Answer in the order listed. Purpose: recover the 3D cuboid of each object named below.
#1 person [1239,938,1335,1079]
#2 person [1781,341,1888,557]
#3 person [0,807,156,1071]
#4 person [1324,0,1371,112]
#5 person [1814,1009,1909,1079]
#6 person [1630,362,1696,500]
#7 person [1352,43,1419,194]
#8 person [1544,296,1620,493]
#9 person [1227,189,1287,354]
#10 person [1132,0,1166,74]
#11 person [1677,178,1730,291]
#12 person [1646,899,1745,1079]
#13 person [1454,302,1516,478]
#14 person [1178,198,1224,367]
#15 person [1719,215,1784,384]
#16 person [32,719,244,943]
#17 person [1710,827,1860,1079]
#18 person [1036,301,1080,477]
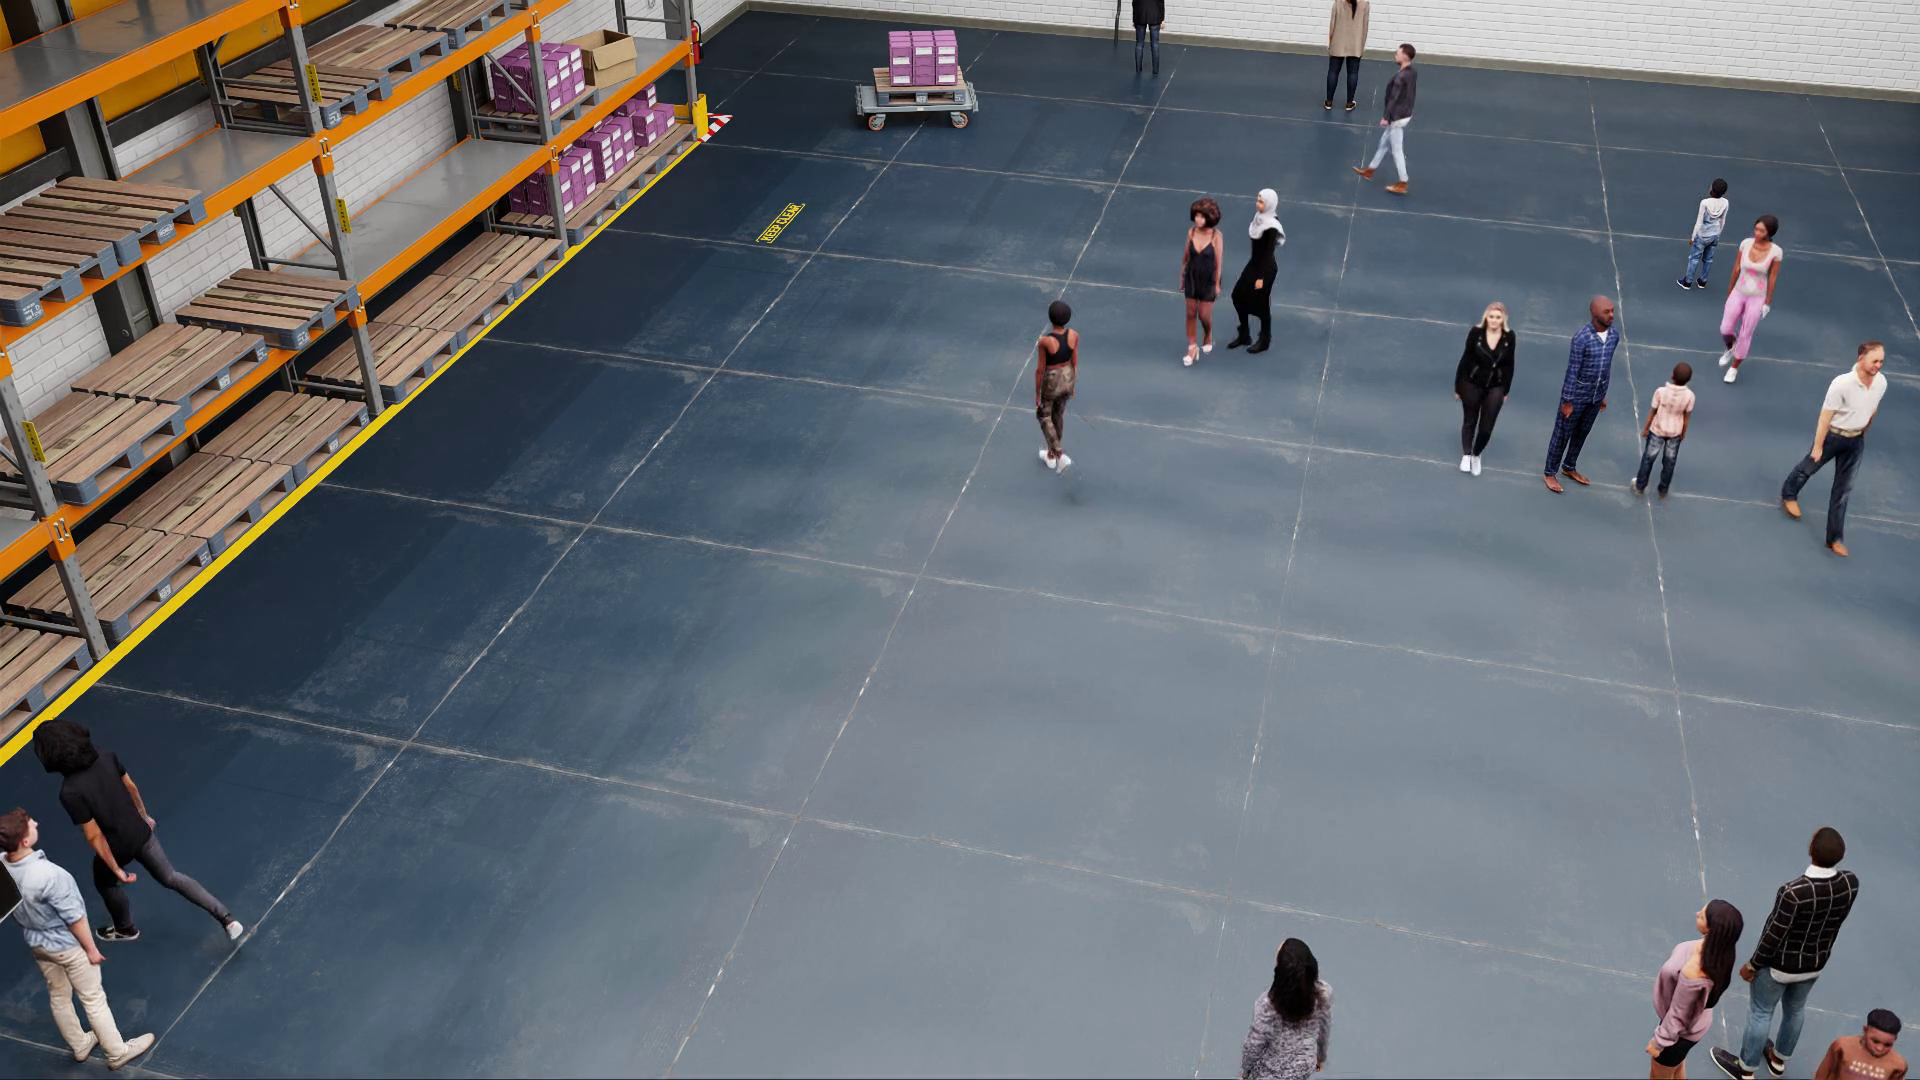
[{"bbox_3d":[1.701,2.760,8.580,0.793,1.726,0.855,-8,34,-12],"label":"person"},{"bbox_3d":[7.325,-0.880,13.986,0.961,1.803,1.347,-2,34,-3],"label":"person"},{"bbox_3d":[-5.030,2.231,9.267,0.662,1.847,0.575,12,35,17],"label":"person"},{"bbox_3d":[5.342,-6.895,22.958,0.661,1.890,0.629,8,35,12],"label":"person"},{"bbox_3d":[4.724,2.899,8.804,0.620,1.246,0.713,19,38,26],"label":"person"},{"bbox_3d":[6.181,-0.965,14.563,0.496,1.307,0.470,9,35,13],"label":"person"},{"bbox_3d":[5.434,-5.134,20.387,0.965,1.802,1.070,21,39,28],"label":"person"},{"bbox_3d":[5.470,-1.307,14.616,0.764,1.817,0.810,-15,36,-21],"label":"person"},{"bbox_3d":[3.122,-2.704,16.765,0.826,1.765,0.758,-9,35,-13],"label":"person"},{"bbox_3d":[2.807,-7.638,24.460,0.748,1.778,0.596,11,35,16],"label":"person"},{"bbox_3d":[8.171,-3.354,18.198,0.543,1.261,0.574,-2,34,-4],"label":"person"},{"bbox_3d":[3.813,2.574,8.782,0.753,1.812,0.628,28,42,35],"label":"person"},{"bbox_3d":[4.677,-1.393,14.876,0.625,1.673,0.580,8,35,12],"label":"person"},{"bbox_3d":[2.434,-2.575,16.562,0.655,1.776,0.732,17,37,24],"label":"person"},{"bbox_3d":[7.768,-2.393,16.326,0.739,1.732,0.804,24,40,31],"label":"person"},{"bbox_3d":[-4.917,1.831,9.947,0.752,1.760,1.161,8,34,12],"label":"person"},{"bbox_3d":[4.592,2.314,9.167,0.744,1.819,0.734,-8,34,-11],"label":"person"},{"bbox_3d":[0.884,-1.310,14.739,0.887,1.687,0.996,-13,36,-18],"label":"person"}]
